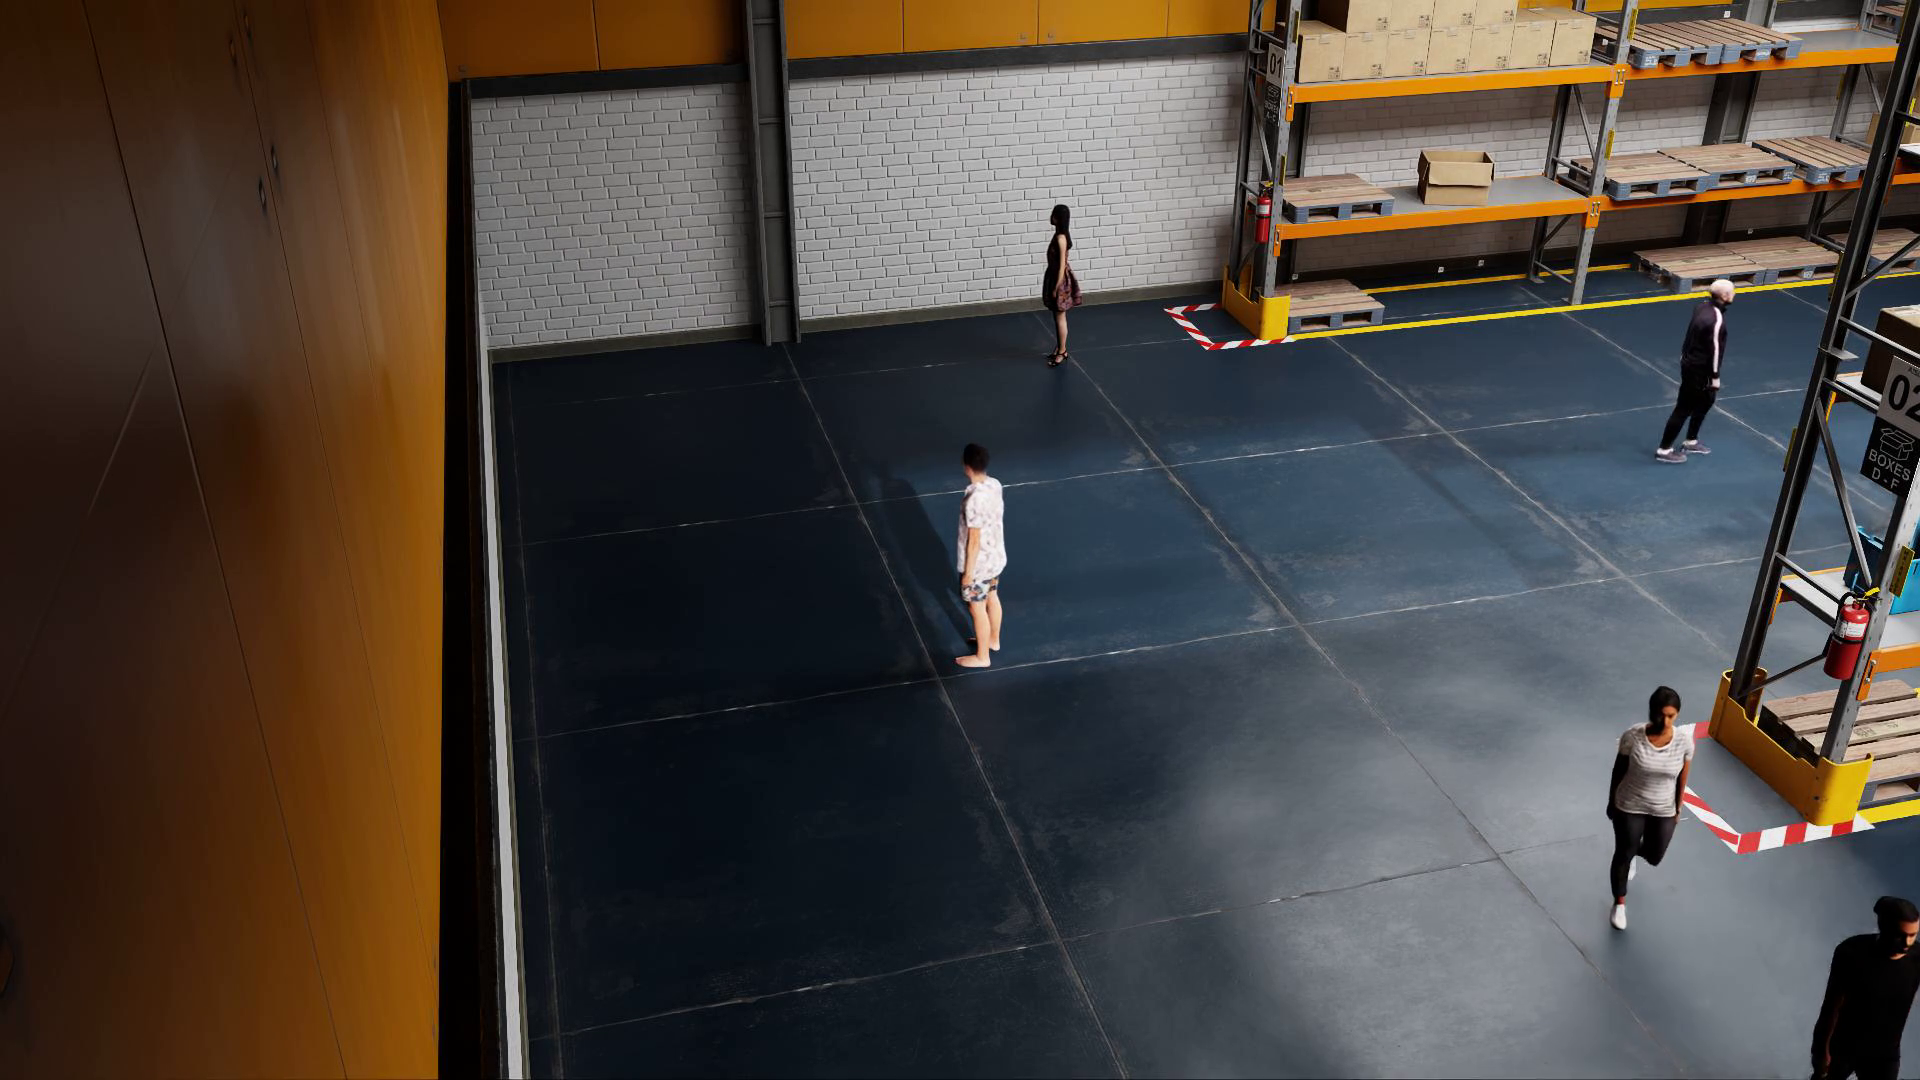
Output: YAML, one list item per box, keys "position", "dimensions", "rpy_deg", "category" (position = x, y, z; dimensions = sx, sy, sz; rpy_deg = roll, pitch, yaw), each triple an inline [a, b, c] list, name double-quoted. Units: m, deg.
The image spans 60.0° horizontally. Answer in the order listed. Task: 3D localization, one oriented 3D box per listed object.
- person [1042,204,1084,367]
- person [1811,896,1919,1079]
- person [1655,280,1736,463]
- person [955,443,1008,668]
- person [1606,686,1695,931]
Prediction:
- position: [1.047, -2.720, 17.747]
  dimensions: [0.769, 1.774, 0.750]
  rpy_deg: [1, 29, 3]
  category: "person"
- position: [4.454, 2.438, 8.322]
  dimensions: [0.681, 1.744, 0.780]
  rpy_deg: [1, 29, 3]
  category: "person"
- position: [6.822, -1.572, 15.599]
  dimensions: [0.917, 1.817, 0.855]
  rpy_deg: [5, 29, 9]
  category: "person"
- position: [0.172, 0.114, 12.508]
  dimensions: [0.790, 1.816, 0.753]
  rpy_deg: [12, 31, 21]
  category: "person"
- position: [4.128, 1.558, 10.047]
  dimensions: [0.870, 1.639, 0.861]
  rpy_deg: [7, 29, 13]
  category: "person"
